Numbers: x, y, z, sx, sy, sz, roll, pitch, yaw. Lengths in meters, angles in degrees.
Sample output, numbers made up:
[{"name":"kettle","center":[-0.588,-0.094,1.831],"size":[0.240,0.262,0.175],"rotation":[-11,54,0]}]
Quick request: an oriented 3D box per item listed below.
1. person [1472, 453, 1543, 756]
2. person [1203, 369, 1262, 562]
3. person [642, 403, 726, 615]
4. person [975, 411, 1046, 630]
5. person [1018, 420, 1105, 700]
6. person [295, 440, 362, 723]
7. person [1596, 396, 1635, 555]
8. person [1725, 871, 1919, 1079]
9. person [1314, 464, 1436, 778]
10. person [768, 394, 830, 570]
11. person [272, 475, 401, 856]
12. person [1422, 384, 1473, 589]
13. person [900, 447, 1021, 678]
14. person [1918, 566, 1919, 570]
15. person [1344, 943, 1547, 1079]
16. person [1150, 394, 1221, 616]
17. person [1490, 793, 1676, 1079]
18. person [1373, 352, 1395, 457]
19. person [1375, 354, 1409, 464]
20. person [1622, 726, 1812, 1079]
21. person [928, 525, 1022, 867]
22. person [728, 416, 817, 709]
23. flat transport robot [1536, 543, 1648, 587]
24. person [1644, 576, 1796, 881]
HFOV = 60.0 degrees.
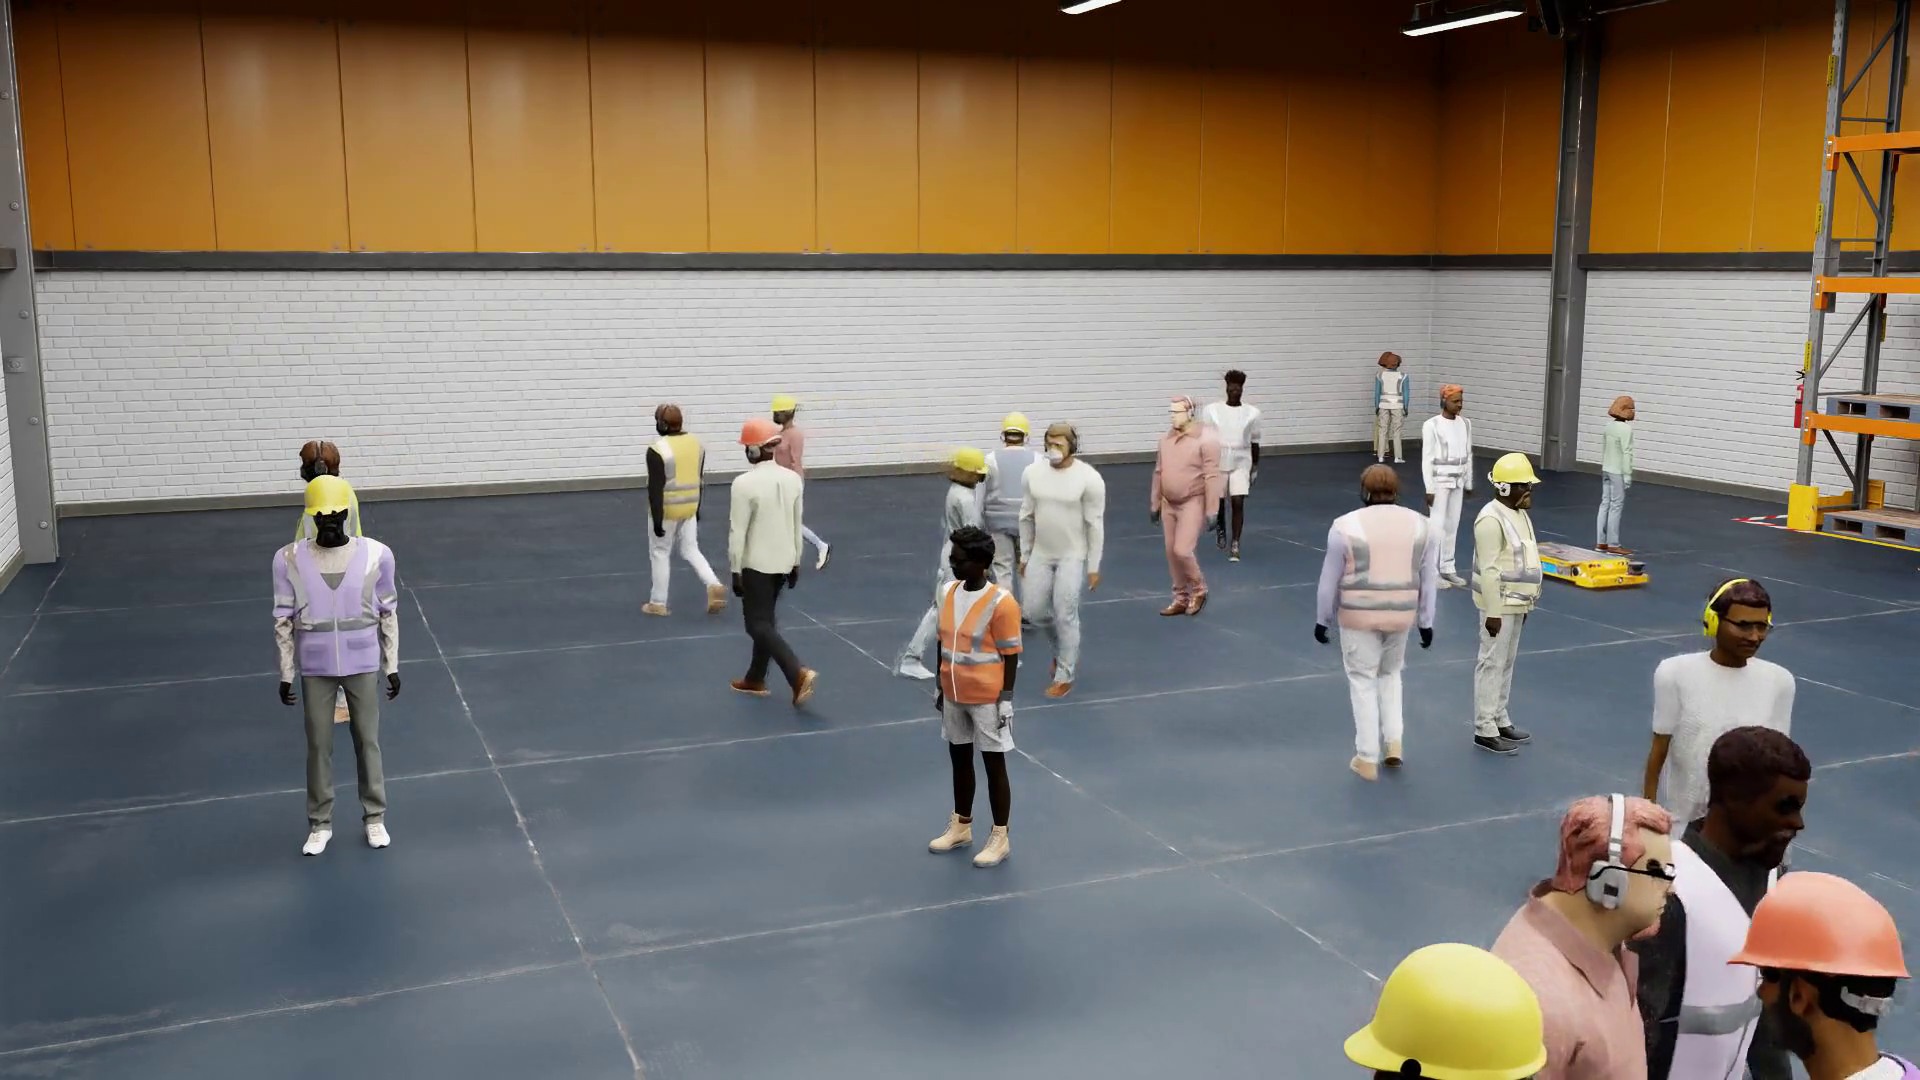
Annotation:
[{"name":"person","center":[3.342,0.380,10.171],"size":[0.404,1.833,0.590],"rotation":[6,11,33]},{"name":"person","center":[2.760,-0.789,16.956],"size":[0.604,1.934,0.900],"rotation":[2,10,12]},{"name":"person","center":[-2.360,-0.240,13.964],"size":[0.775,1.822,0.632],"rotation":[7,12,38]},{"name":"person","center":[0.409,-0.126,13.322],"size":[0.601,1.803,0.693],"rotation":[-1,9,-4]},{"name":"person","center":[0.701,0.129,11.408],"size":[0.647,1.922,0.498],"rotation":[6,11,31]},{"name":"person","center":[-4.101,0.267,10.828],"size":[0.429,1.841,0.634],"rotation":[-3,10,-19]},{"name":"person","center":[6.771,-0.670,17.130],"size":[0.280,1.632,0.501],"rotation":[-1,9,-4]},{"name":"person","center":[1.582,1.546,2.923],"size":[0.664,1.884,0.568],"rotation":[8,12,40]},{"name":"person","center":[2.406,0.468,9.669],"size":[0.656,1.822,0.474],"rotation":[-2,10,-9]},{"name":"person","center":[-1.598,-0.520,15.838],"size":[0.578,1.750,0.539],"rotation":[-5,11,-29]},{"name":"person","center":[-3.136,0.624,8.400],"size":[0.594,1.926,0.366],"rotation":[-3,10,-19]},{"name":"person","center":[4.497,-0.497,15.340],"size":[0.577,1.882,0.384],"rotation":[-6,11,-32]},{"name":"person","center":[-0.023,0.161,11.960],"size":[0.895,1.680,0.484],"rotation":[-1,9,-5]},{"name":"person","center":[9.530,-0.599,16.002],"size":[0.521,1.865,0.319],"rotation":[-1,9,-3]},{"name":"person","center":[0.776,1.570,2.668],"size":[0.366,1.926,0.593],"rotation":[1,9,3]},{"name":"person","center":[1.856,-0.277,13.977],"size":[0.441,1.887,0.668],"rotation":[-7,12,-38]},{"name":"person","center":[1.194,1.445,3.587],"size":[0.548,1.883,0.667],"rotation":[5,10,26]},{"name":"person","center":[6.628,-2.114,25.883],"size":[0.283,1.633,0.500],"rotation":[-3,10,-18]},{"name":"person","center":[6.467,-1.960,24.931],"size":[0.515,1.640,0.315],"rotation":[6,11,31]},{"name":"person","center":[1.862,1.376,3.988],"size":[0.915,1.875,0.611],"rotation":[9,13,44]},{"name":"person","center":[0.068,0.763,8.248],"size":[0.541,1.698,0.316],"rotation":[9,13,44]},{"name":"person","center":[-1.274,0.150,11.182],"size":[0.910,1.966,0.626],"rotation":[7,12,38]},{"name":"flat transport robot","center":[5.785,0.217,15.875],"size":[0.652,0.197,1.431],"rotation":[-4,10,-21]},{"name":"person","center":[2.753,1.042,6.078],"size":[0.559,1.856,0.438],"rotation":[1,9,4]}]
